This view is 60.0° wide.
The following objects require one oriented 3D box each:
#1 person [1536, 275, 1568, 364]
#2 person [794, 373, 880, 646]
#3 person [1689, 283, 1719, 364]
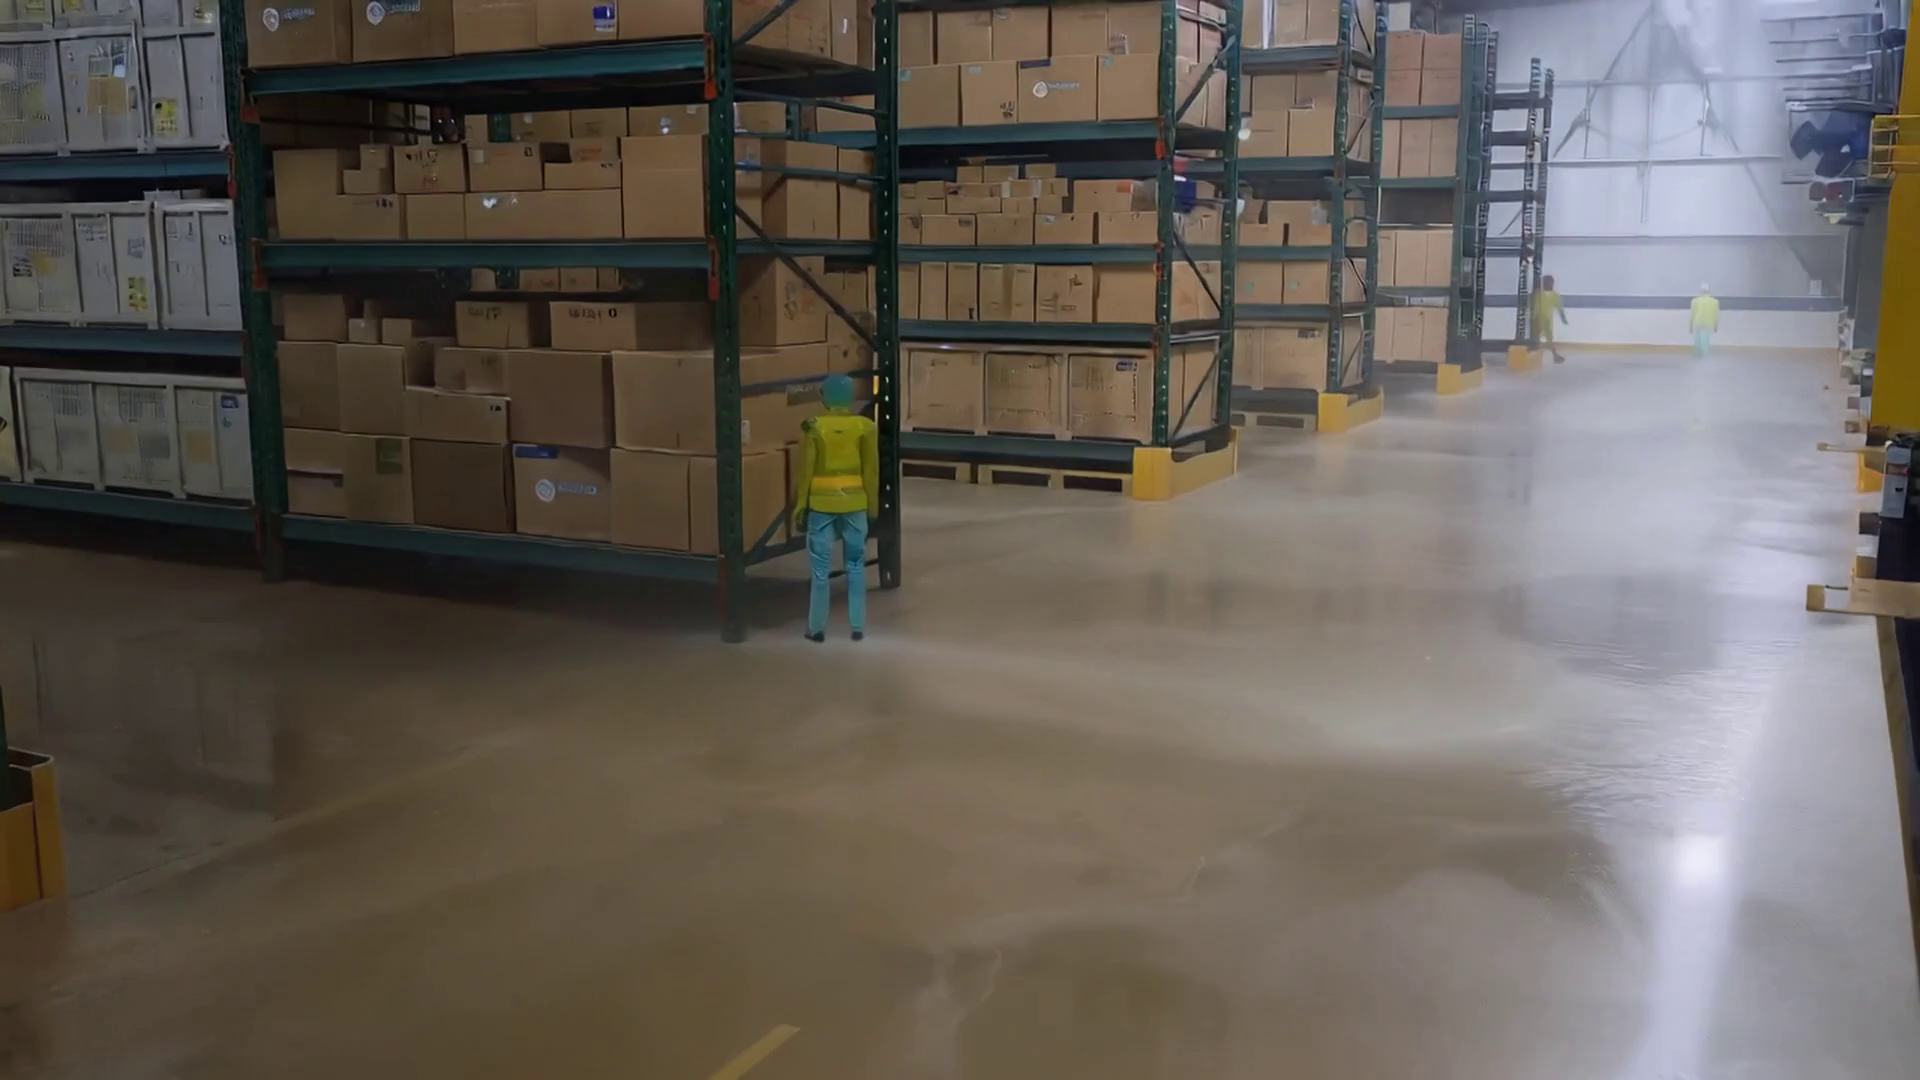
[{"bbox_3d":[12.450,-4.665,35.172,0.568,1.866,0.960,-7,12,-36],"label":"person"},{"bbox_3d":[-0.724,-0.178,9.893,0.524,1.631,0.316,-3,10,-19],"label":"person"},{"bbox_3d":[15.660,-4.556,35.026,0.595,1.705,0.896,3,10,14],"label":"person"}]
